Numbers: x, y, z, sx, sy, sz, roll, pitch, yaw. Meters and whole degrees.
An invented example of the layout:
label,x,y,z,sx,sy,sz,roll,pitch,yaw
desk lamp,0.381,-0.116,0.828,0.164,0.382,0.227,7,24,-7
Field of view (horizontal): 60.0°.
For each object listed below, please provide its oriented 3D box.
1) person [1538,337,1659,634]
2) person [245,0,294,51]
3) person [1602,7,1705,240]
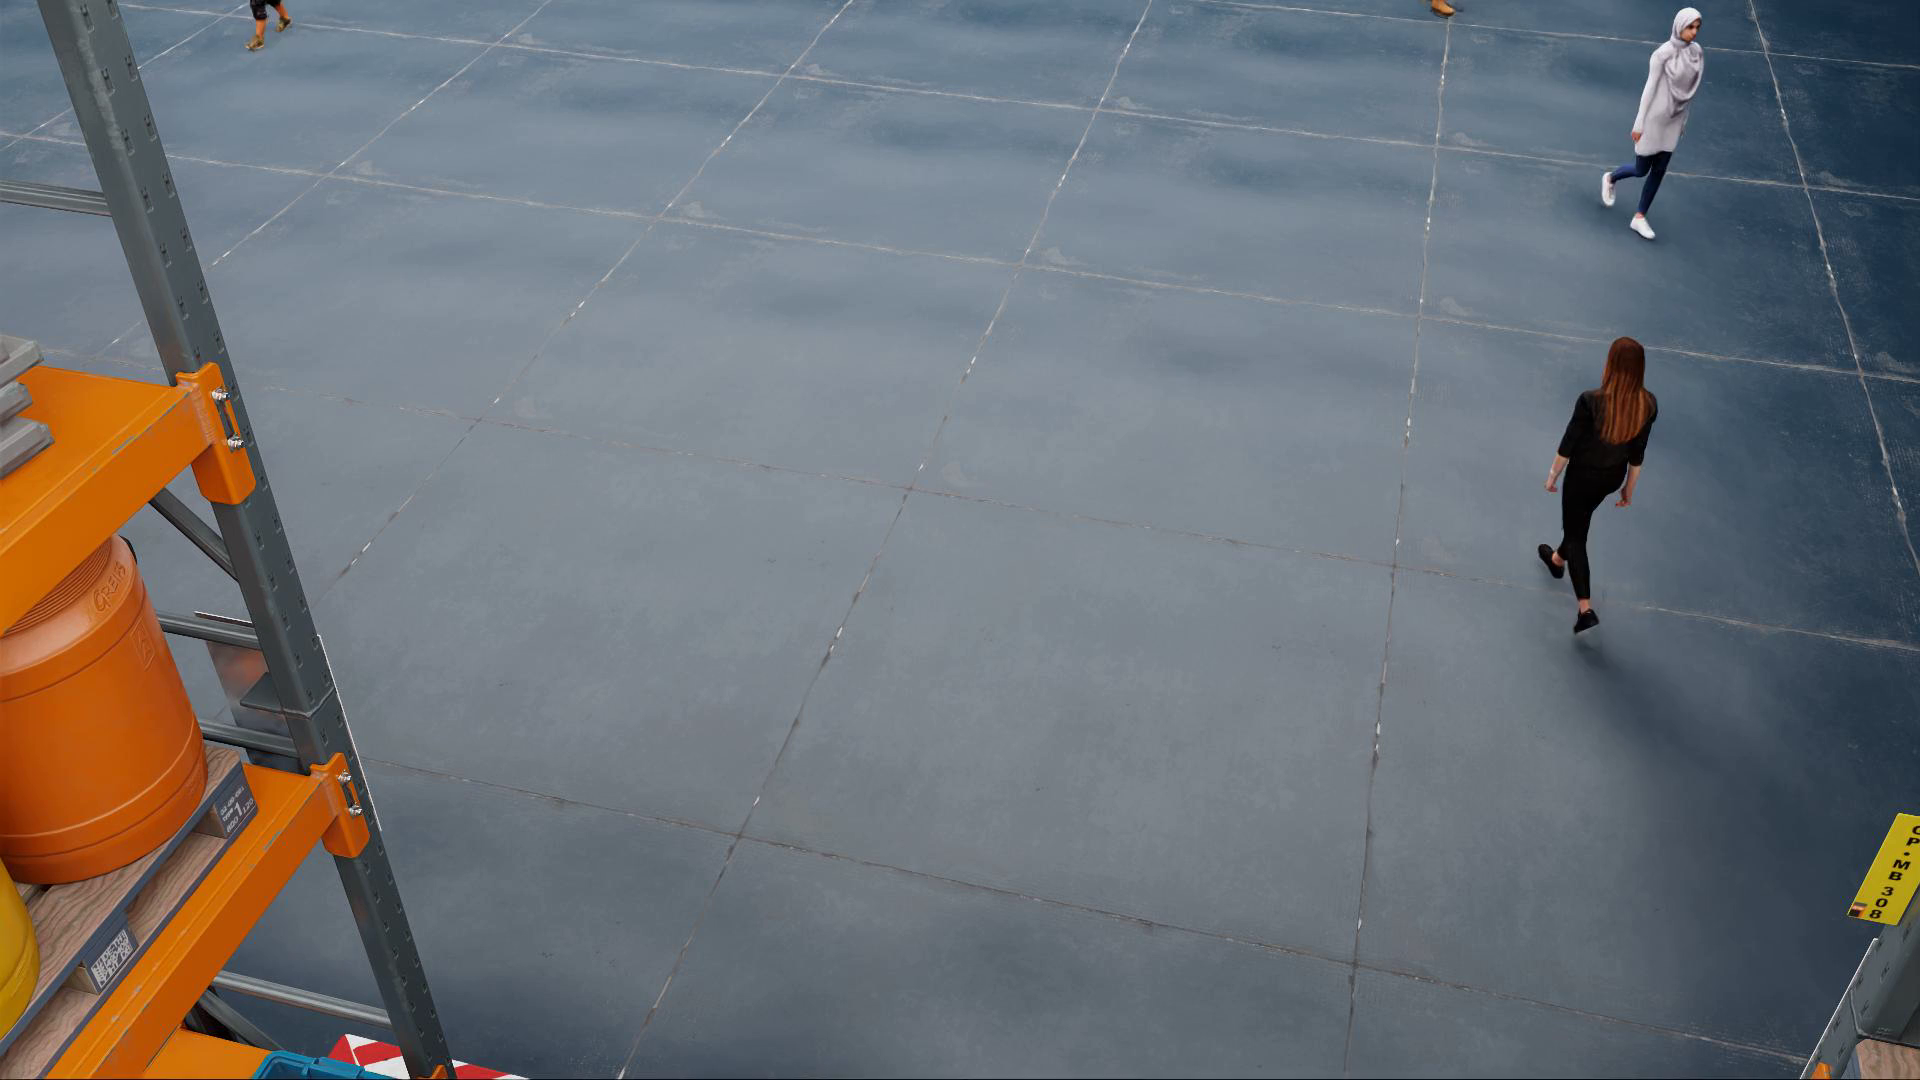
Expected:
label,x,y,z,sx,sy,sz,roll,pitch,yaw
person,3.485,-0.269,9.055,0.842,1.676,1.208,-2,38,-2
person,-6.788,-5.592,16.067,0.629,1.420,1.025,13,40,17
person,5.334,-3.231,12.773,0.878,1.761,1.003,-11,39,-14
